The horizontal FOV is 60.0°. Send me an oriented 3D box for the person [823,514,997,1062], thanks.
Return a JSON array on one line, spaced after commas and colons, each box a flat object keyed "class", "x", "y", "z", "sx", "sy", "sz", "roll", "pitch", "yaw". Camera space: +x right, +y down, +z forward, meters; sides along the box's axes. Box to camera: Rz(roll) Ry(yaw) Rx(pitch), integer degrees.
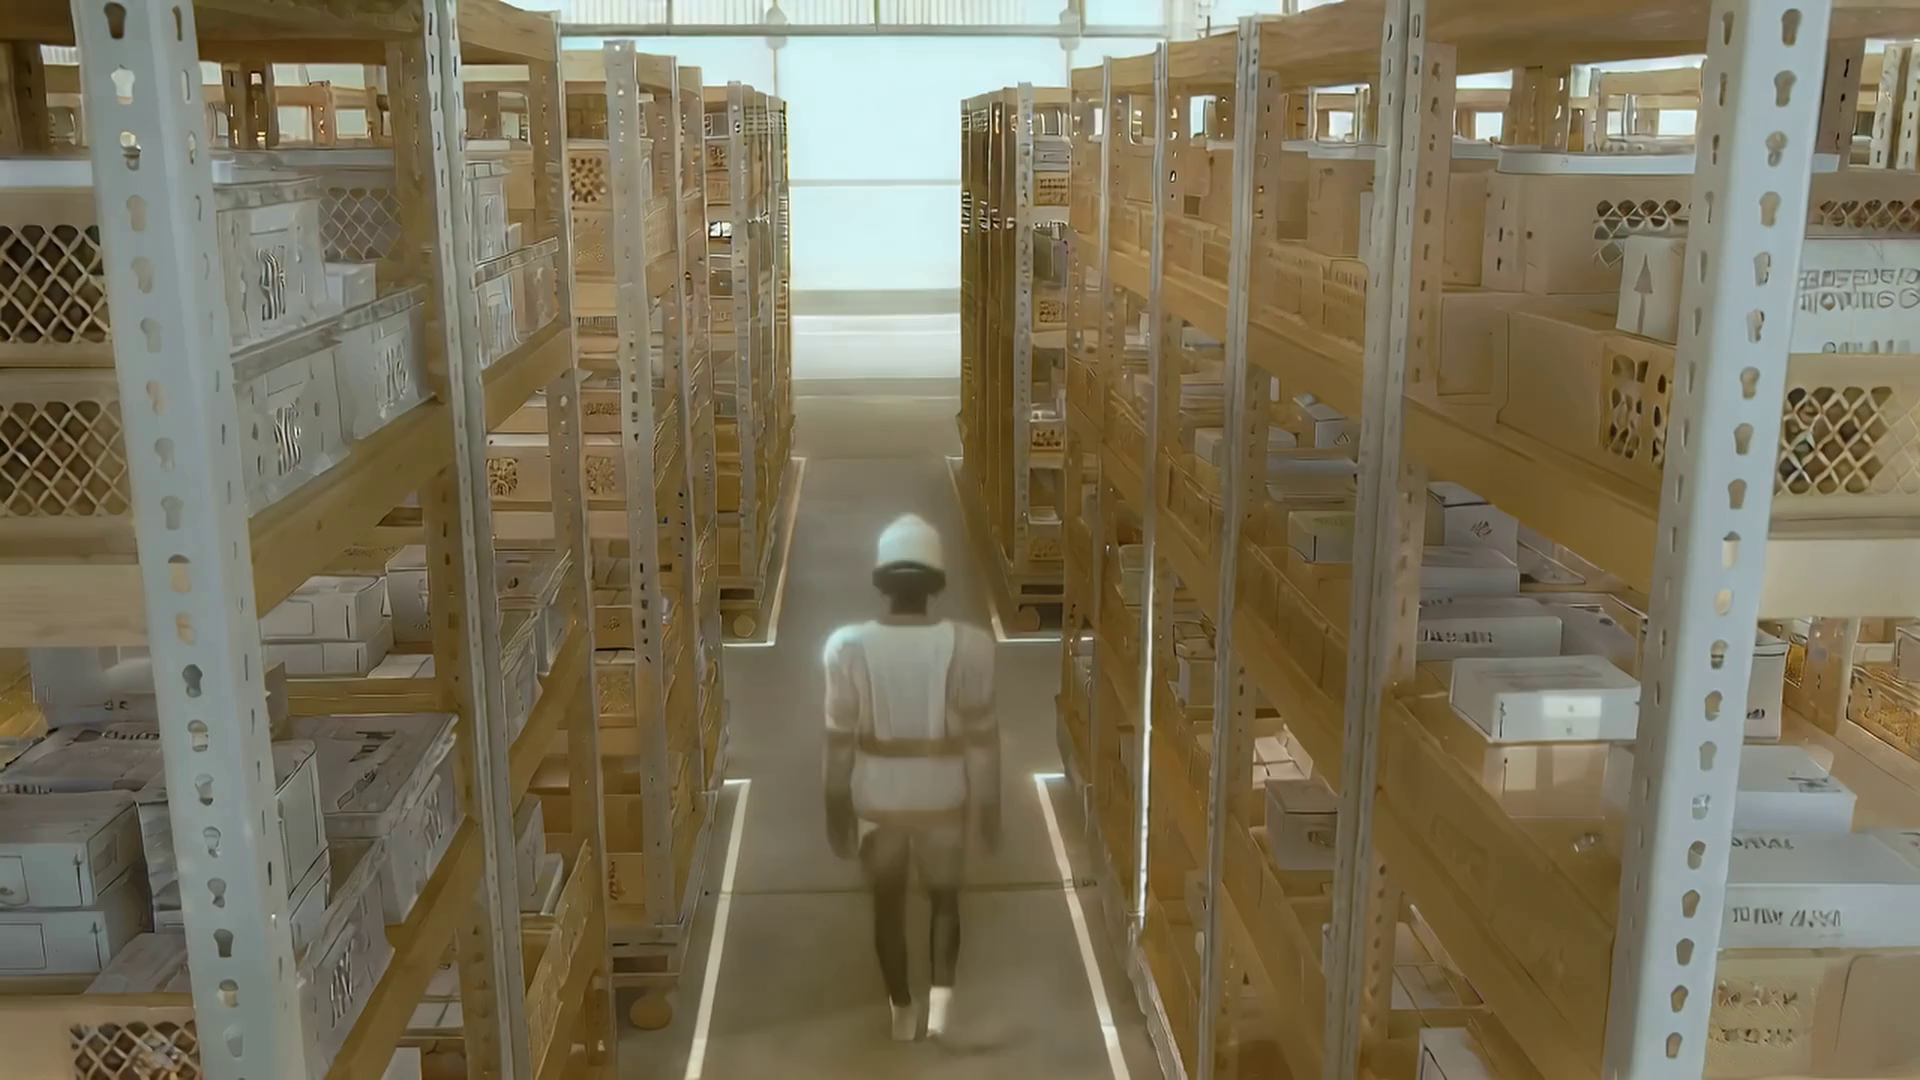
[{"class": "person", "x": -0.176, "y": 0.918, "z": 5.868, "sx": 0.605, "sy": 2.027, "sz": 0.549, "roll": 0, "pitch": 14, "yaw": -1}]
